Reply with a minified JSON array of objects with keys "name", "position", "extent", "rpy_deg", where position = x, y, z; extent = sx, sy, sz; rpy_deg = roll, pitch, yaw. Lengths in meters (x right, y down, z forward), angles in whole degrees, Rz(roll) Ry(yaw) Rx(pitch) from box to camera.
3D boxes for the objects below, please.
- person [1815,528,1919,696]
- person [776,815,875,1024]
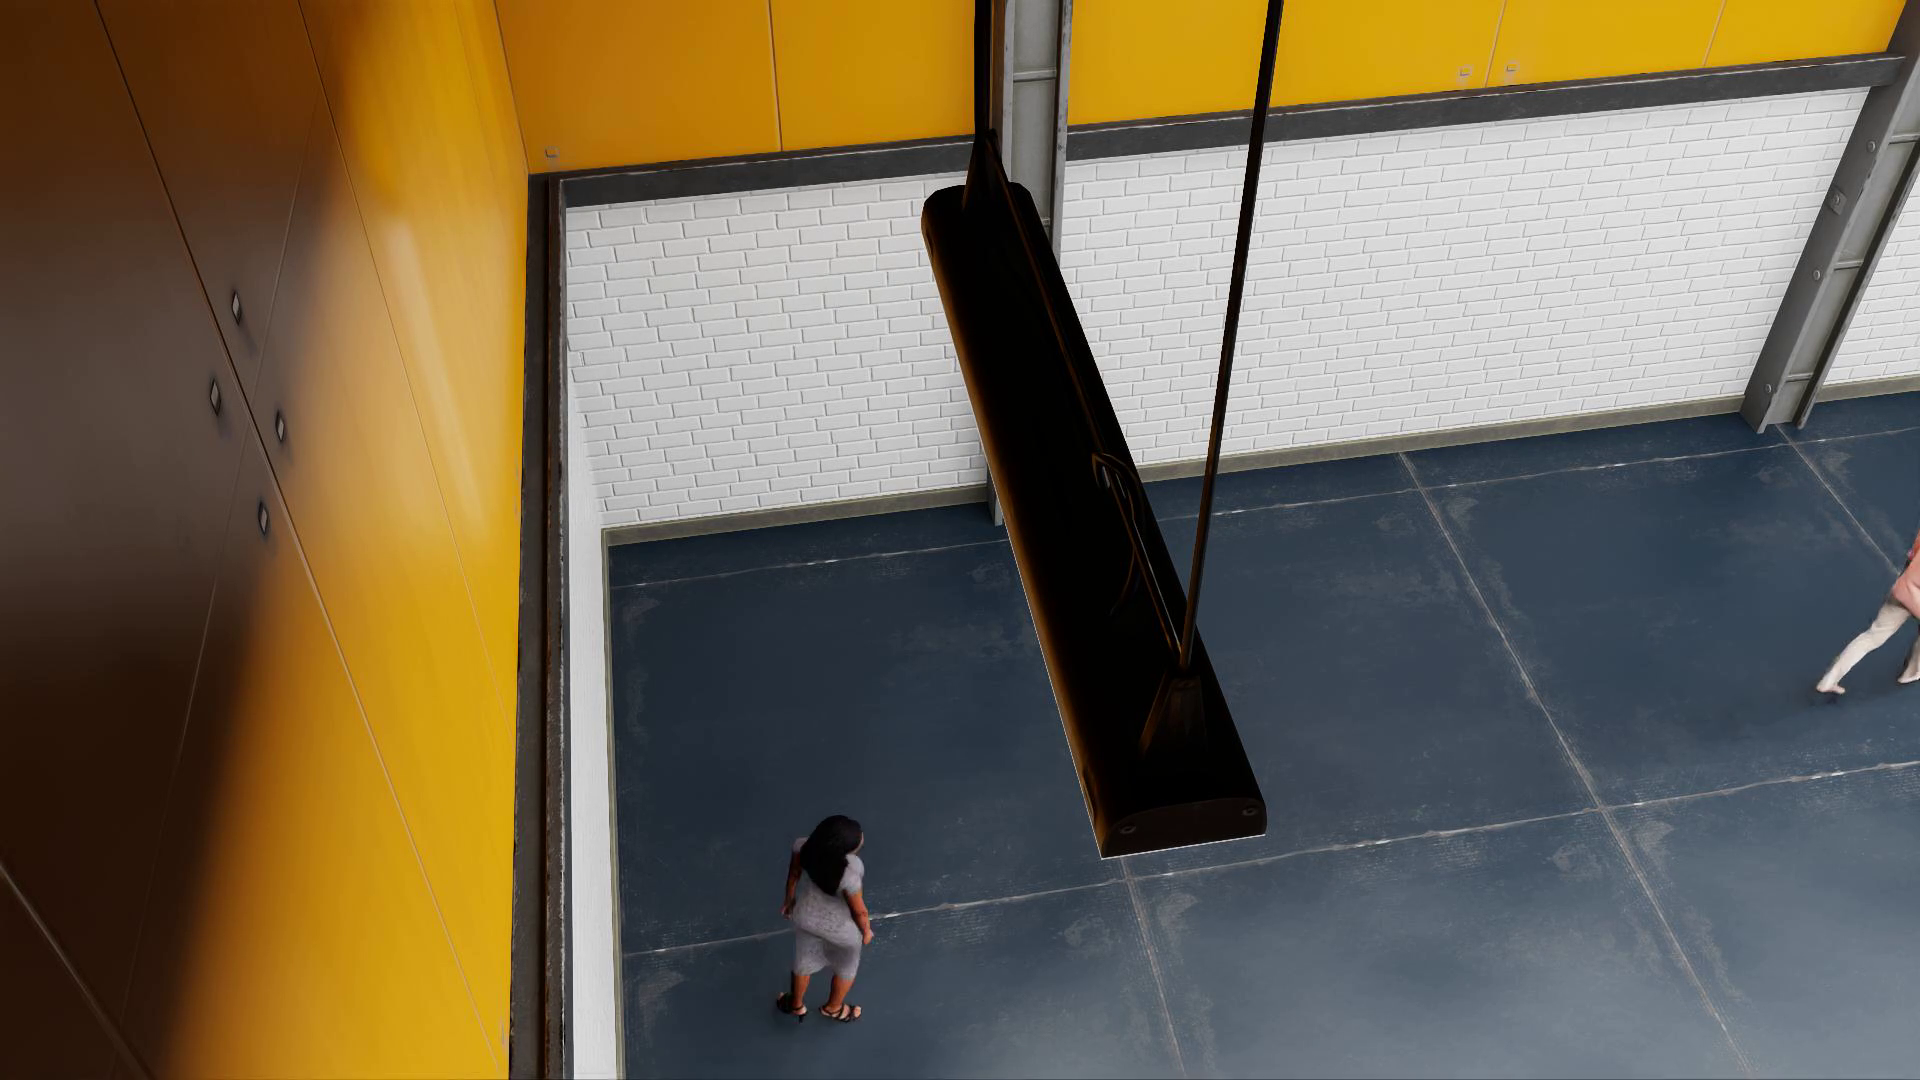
[{"name":"person","position":[5.893,0.391,10.347],"extent":[1.159,1.686,0.733],"rpy_deg":[-14,45,-14]},{"name":"person","position":[-0.751,1.991,8.616],"extent":[0.793,1.755,0.862],"rpy_deg":[16,46,16]}]
